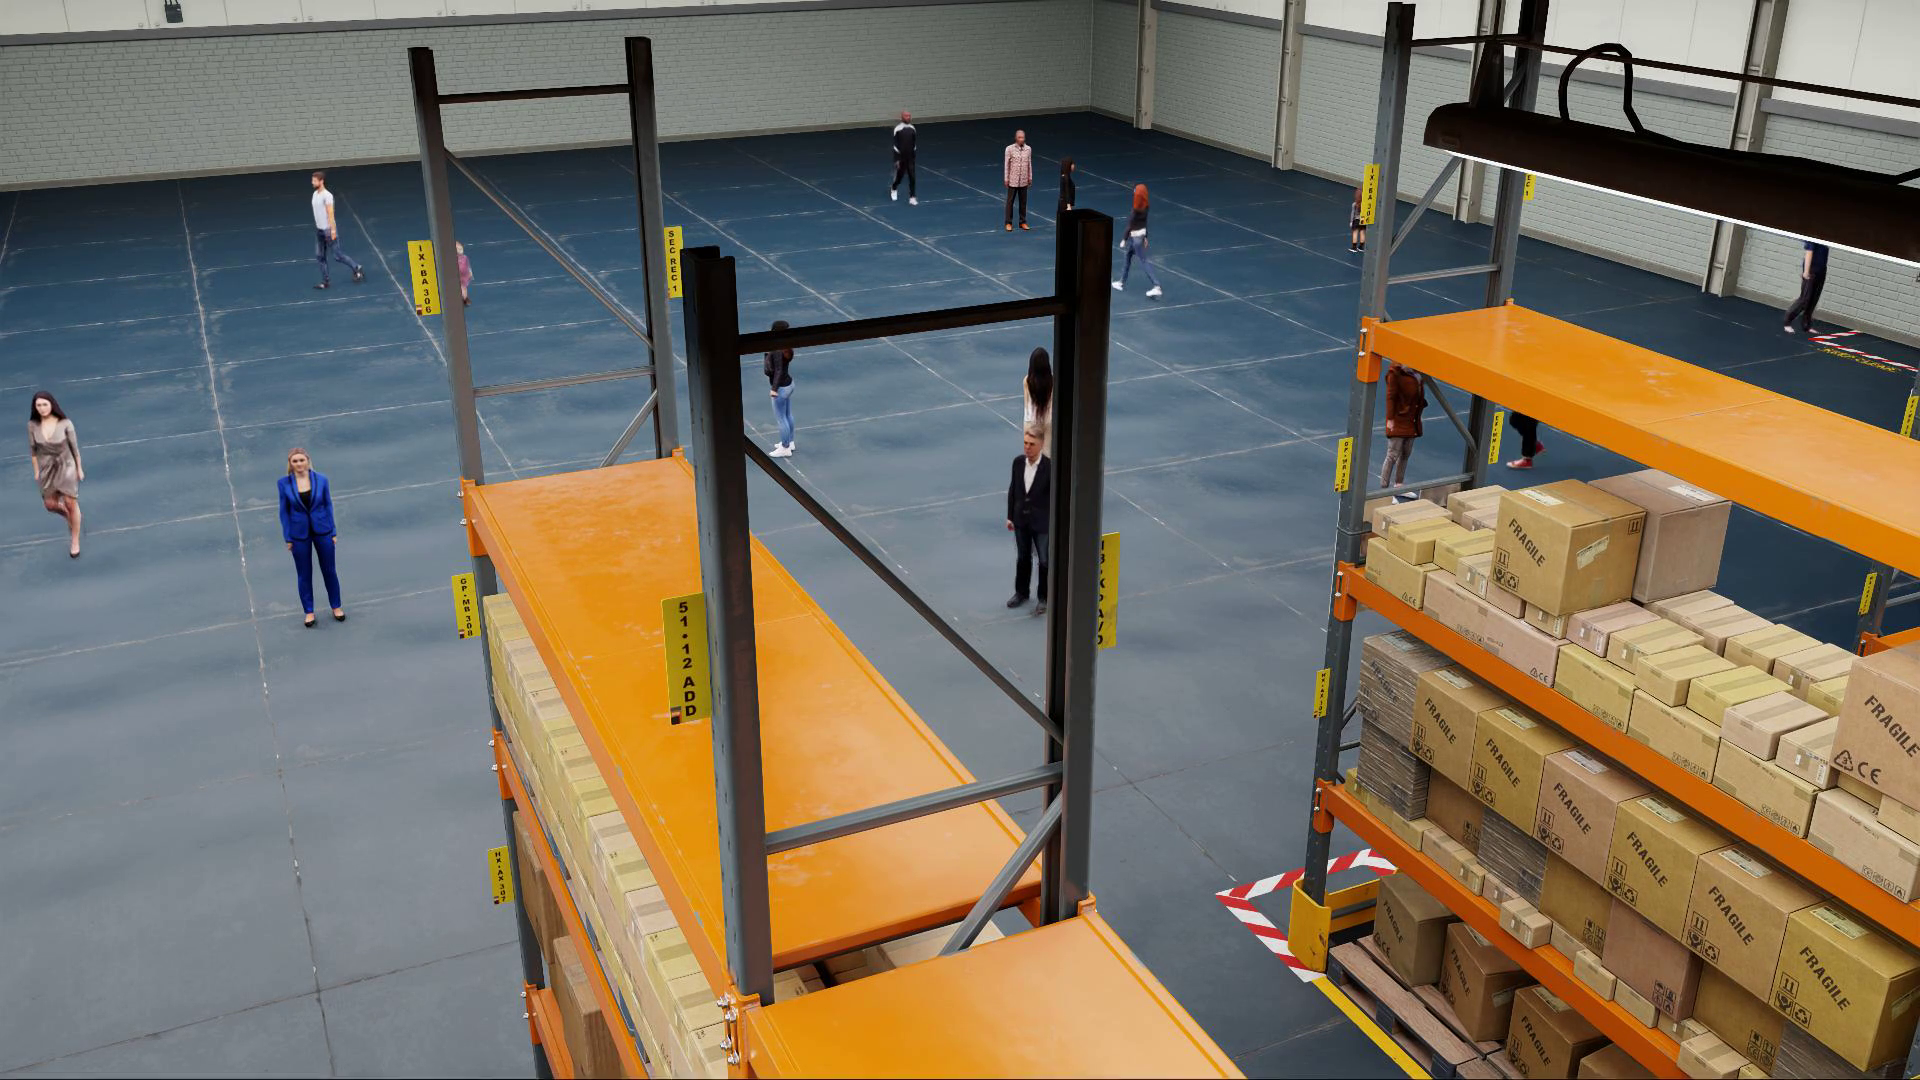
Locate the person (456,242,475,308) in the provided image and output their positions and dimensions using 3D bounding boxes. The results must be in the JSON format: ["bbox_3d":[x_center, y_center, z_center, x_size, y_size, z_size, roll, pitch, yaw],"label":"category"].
[{"bbox_3d":[-7.744,-4.125,25.824,0.515,1.003,0.719,-17,28,-35],"label":"person"}]

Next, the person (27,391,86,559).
[{"bbox_3d":[-9.106,-0.697,16.829,0.685,1.735,0.839,-5,24,-13],"label":"person"}]

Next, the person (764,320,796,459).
[{"bbox_3d":[-2.100,-1.794,19.540,0.786,1.632,0.684,3,23,8],"label":"person"}]

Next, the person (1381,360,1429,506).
[{"bbox_3d":[4.828,-1.311,18.139,0.787,1.839,0.799,-19,29,-37],"label":"person"}]

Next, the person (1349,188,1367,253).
[{"bbox_3d":[7.023,-5.636,29.247,0.492,1.106,0.469,-7,24,-16],"label":"person"}]

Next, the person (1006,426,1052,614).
[{"bbox_3d":[0.701,-0.214,15.592,0.743,1.814,0.845,12,26,27],"label":"person"}]

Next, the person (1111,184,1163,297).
[{"bbox_3d":[2.865,-4.660,26.150,1.285,1.734,1.044,14,27,30],"label":"person"}]

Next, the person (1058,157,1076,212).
[{"bbox_3d":[1.849,-5.880,29.130,0.694,1.646,0.553,-2,23,-6],"label":"person"}]

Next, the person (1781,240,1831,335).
[{"bbox_3d":[12.446,-3.954,24.315,0.737,1.870,0.757,-16,28,-33],"label":"person"}]

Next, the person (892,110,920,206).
[{"bbox_3d":[-1.138,-7.580,32.923,0.661,1.806,1.130,-10,25,-21],"label":"person"}]

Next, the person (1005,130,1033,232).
[{"bbox_3d":[1.067,-6.661,30.760,0.713,1.808,0.629,-7,24,-16],"label":"person"}]

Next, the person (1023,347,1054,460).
[{"bbox_3d":[0.881,-1.323,18.405,0.628,1.653,0.567,-10,25,-23],"label":"person"}]

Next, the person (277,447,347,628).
[{"bbox_3d":[-5.991,-0.047,15.345,0.611,1.701,0.546,-11,25,-24],"label":"person"}]

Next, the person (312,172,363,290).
[{"bbox_3d":[-10.107,-4.980,26.765,1.132,1.841,1.036,16,28,34],"label":"person"}]
